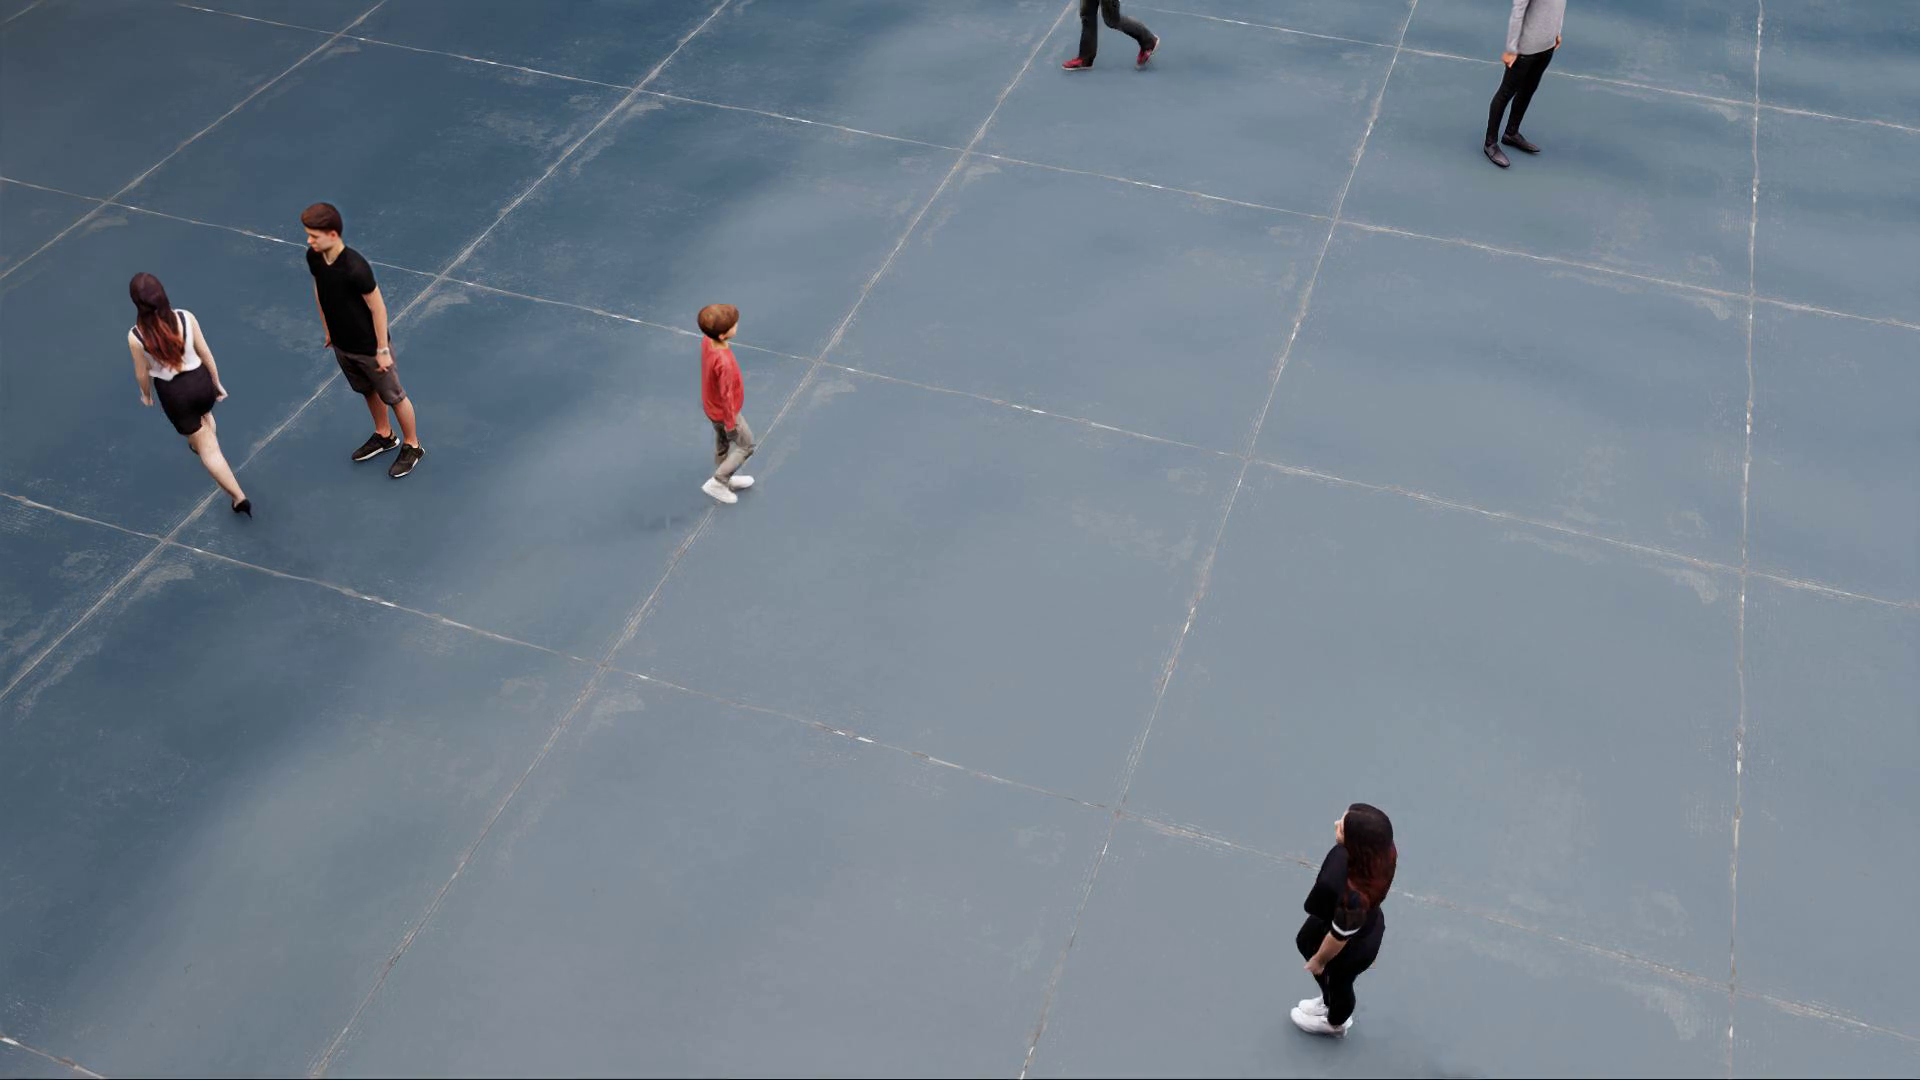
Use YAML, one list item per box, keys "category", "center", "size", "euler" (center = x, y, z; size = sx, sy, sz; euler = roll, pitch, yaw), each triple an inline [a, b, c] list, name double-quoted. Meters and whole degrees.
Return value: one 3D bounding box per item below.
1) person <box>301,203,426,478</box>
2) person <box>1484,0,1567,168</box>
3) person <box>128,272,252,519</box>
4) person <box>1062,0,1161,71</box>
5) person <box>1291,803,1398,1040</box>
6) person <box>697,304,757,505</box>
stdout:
- category: "person"
  center: [-3.598, -1.218, 10.012]
  size: [0.575, 1.861, 0.790]
  euler: [23, 48, 22]
- category: "person"
  center: [4.404, -3.864, 12.801]
  size: [0.840, 1.922, 0.855]
  euler: [-25, 48, -24]
- category: "person"
  center: [-4.481, -0.792, 9.738]
  size: [1.104, 1.613, 0.811]
  euler: [31, 51, 29]
- category: "person"
  center: [1.303, -4.749, 13.851]
  size: [1.169, 1.784, 1.010]
  euler: [-9, 44, -9]
- category: "person"
  center: [1.718, 1.687, 7.070]
  size: [0.582, 1.630, 0.624]
  euler: [17, 46, 17]
- category: "person"
  center: [-1.472, -0.791, 9.886]
  size: [0.720, 1.409, 0.659]
  euler: [-20, 47, -20]
